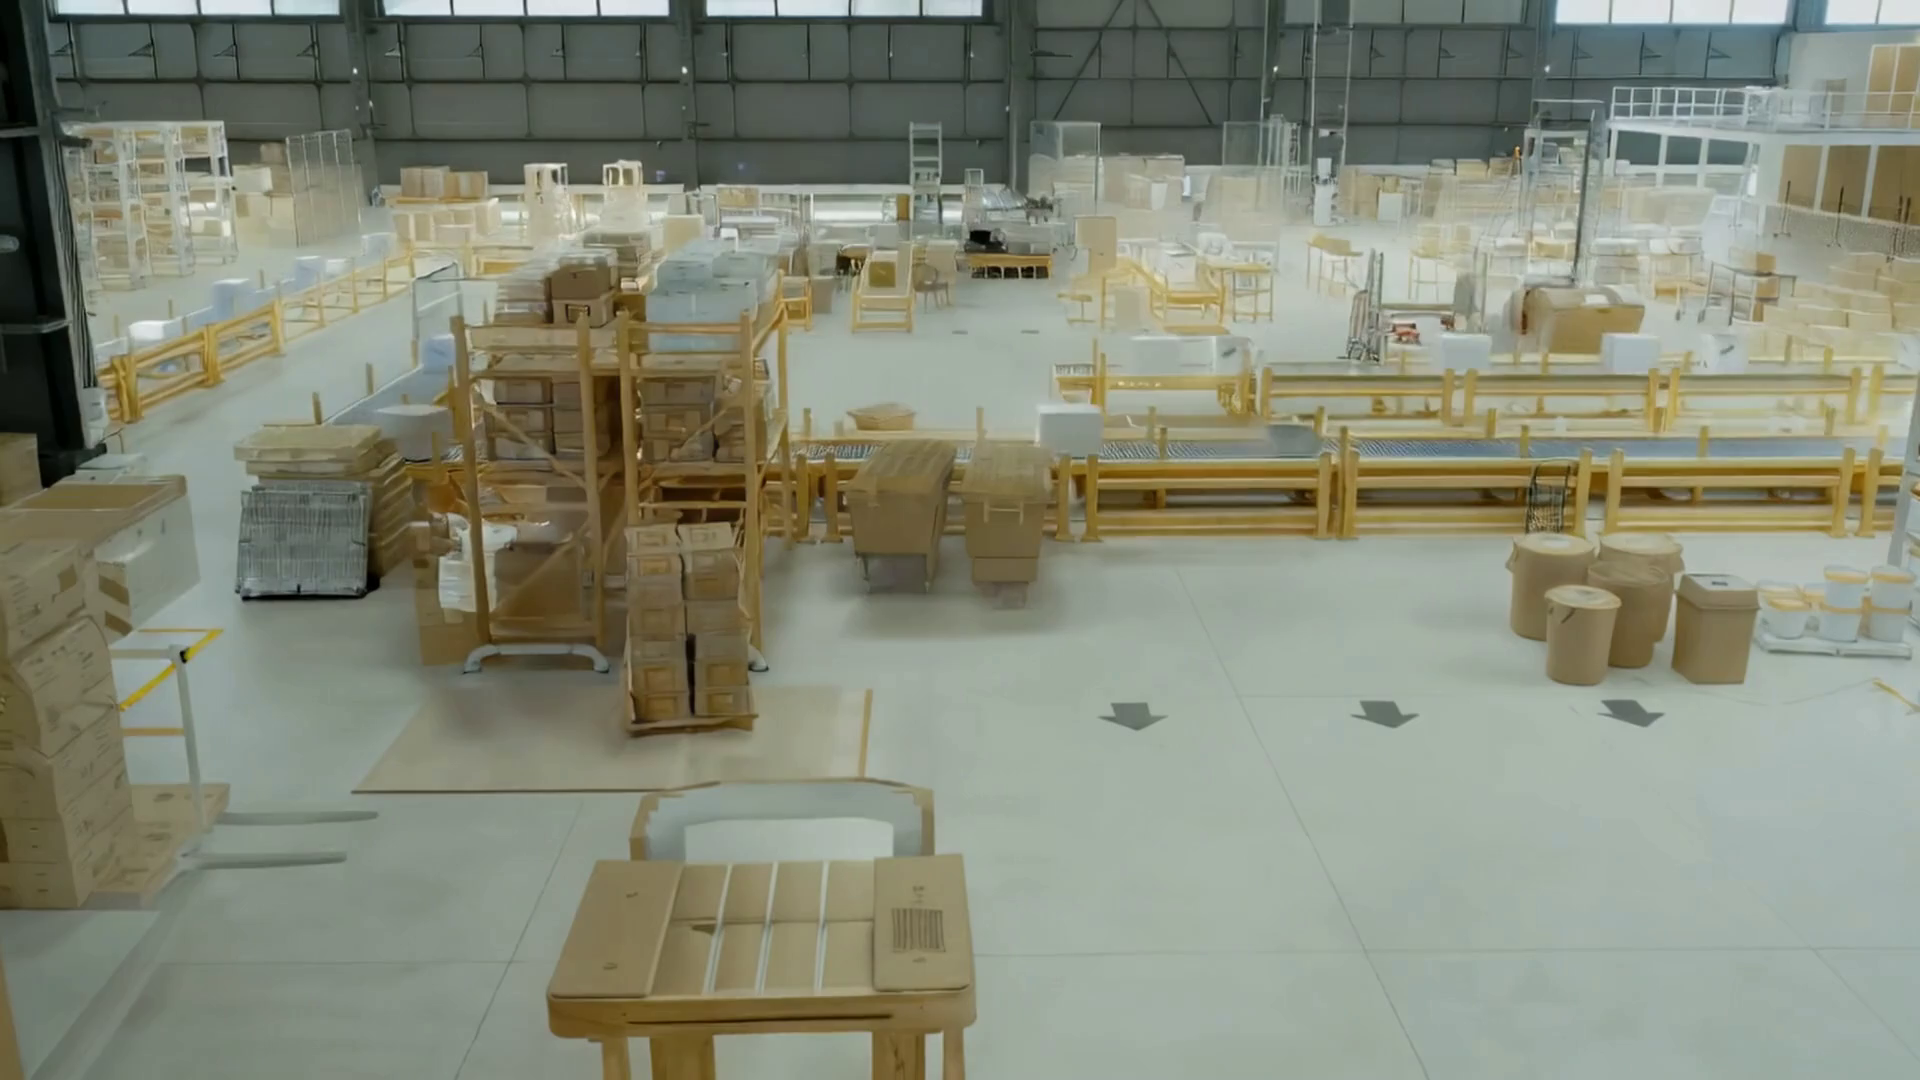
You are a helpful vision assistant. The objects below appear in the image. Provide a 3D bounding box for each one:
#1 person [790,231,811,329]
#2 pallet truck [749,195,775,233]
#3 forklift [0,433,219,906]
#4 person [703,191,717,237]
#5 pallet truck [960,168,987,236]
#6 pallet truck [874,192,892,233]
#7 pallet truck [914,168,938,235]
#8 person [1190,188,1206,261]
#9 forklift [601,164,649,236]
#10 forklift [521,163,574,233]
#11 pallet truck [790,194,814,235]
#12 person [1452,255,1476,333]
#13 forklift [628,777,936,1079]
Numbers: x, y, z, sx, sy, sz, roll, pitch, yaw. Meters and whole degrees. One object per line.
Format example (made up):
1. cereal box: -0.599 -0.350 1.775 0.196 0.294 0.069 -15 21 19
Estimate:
1. person: -3.130 -5.100 32.566 0.396 1.898 0.641 -1 16 -3
2. pallet truck: -6.051 -9.967 50.660 0.680 1.201 1.601 0 16 -1
3. forklift: -5.952 0.780 10.366 1.873 2.768 1.129 0 16 -1
4. person: -6.724 -8.414 44.344 0.810 1.738 0.521 -9 18 -27
5. pallet truck: 0.383 -10.230 50.206 0.823 1.965 1.885 -1 16 -3
6. pallet truck: -2.277 -9.986 50.594 0.653 1.274 1.630 0 16 -1
7. pallet truck: -0.989 -10.316 50.507 0.823 1.965 1.885 1 16 3
8. person: 5.852 -7.776 41.643 0.822 2.012 0.615 2 16 8
9. forklift: -9.948 -10.127 49.296 1.157 1.987 2.680 -1 16 -3
10. forklift: -12.233 -10.122 49.298 1.157 1.987 2.680 0 16 -1
11. pallet truck: -4.814 -9.883 50.259 0.704 1.261 1.522 -1 16 -3
12. person: 8.644 -3.917 28.430 0.826 1.915 0.553 -3 16 -11
13. forklift: -0.542 2.165 5.552 1.129 2.768 1.873 -1 16 -2
